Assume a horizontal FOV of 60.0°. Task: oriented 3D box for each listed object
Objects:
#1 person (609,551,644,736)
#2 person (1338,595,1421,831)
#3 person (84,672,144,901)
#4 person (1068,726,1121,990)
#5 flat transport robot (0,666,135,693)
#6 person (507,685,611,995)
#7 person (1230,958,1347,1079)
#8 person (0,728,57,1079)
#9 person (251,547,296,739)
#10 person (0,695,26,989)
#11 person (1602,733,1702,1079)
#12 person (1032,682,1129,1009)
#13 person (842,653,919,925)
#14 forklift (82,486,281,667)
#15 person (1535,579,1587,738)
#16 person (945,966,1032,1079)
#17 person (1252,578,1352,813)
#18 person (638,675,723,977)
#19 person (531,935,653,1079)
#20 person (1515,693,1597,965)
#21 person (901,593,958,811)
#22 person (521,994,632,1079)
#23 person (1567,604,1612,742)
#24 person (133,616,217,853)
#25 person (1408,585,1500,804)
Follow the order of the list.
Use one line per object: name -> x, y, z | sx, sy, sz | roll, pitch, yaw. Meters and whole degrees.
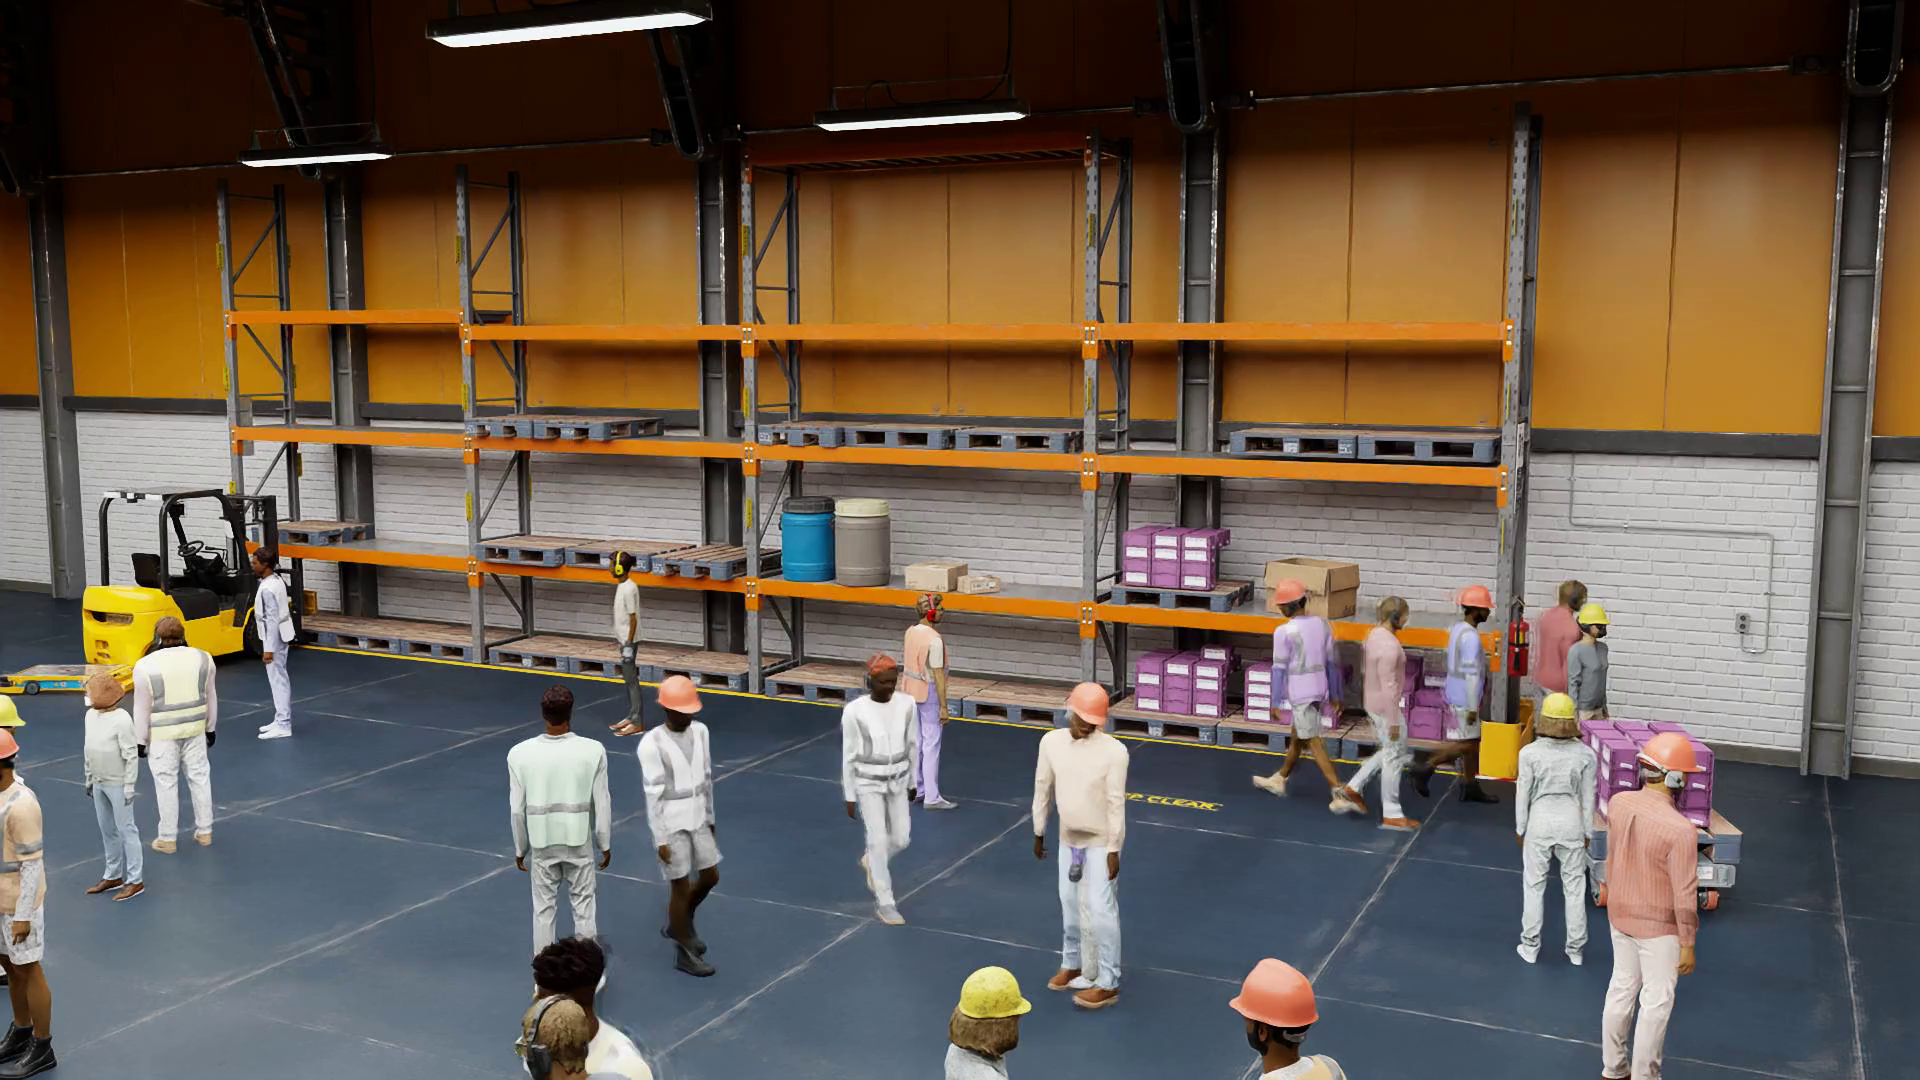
person -> -3.363, 1.035, 16.732 | 0.330, 1.866, 0.512 | -2, 7, -16
person -> 3.444, 1.394, 13.510 | 0.542, 1.922, 0.655 | 1, 7, 7
person -> -6.046, 1.742, 11.830 | 0.506, 1.631, 0.277 | 4, 8, 30
person -> 0.827, 1.940, 10.214 | 0.316, 1.629, 0.509 | 4, 8, 28
flat transport robot -> -10.028, 1.569, 18.844 | 1.431, 0.197, 0.652 | 0, 7, -1
person -> -2.397, 1.822, 10.002 | 0.593, 1.920, 0.391 | -1, 7, -8
person -> 1.047, 2.350, 5.563 | 0.360, 1.939, 0.543 | 6, 9, 43
person -> -5.143, 1.943, 8.964 | 0.542, 1.928, 0.374 | 6, 9, 42
person -> -6.863, 1.019, 16.637 | 0.399, 1.920, 0.590 | -2, 7, -16
person -> -5.915, 1.847, 10.211 | 0.403, 1.818, 0.606 | -4, 8, -30
person -> 3.573, 1.968, 8.569 | 0.412, 1.980, 0.626 | -2, 7, -17
person -> 0.716, 1.797, 10.015 | 0.656, 1.964, 0.461 | 5, 9, 38
person -> -0.569, 1.675, 11.454 | 0.590, 1.864, 0.608 | -4, 8, -27
forklift -> -9.426, 0.454, 20.179 | 1.214, 2.155, 2.313 | 3, 8, 26
person -> 5.204, 1.282, 14.480 | 0.486, 1.918, 0.649 | -1, 7, -6
person -> 0.100, 2.390, 6.031 | 0.311, 1.743, 0.493 | -2, 7, -18
person -> 2.943, 1.308, 14.103 | 0.673, 1.969, 1.085 | -5, 9, -37
person -> -1.738, 1.772, 10.417 | 0.475, 1.916, 0.569 | 6, 9, 39
person -> -1.254, 2.307, 5.881 | 0.621, 1.947, 0.561 | 6, 9, 42
person -> 3.798, 1.837, 10.645 | 0.488, 1.736, 0.329 | 1, 7, 9
person -> -0.284, 1.364, 14.082 | 0.389, 1.846, 0.566 | -4, 8, -30
person -> -1.242, 2.390, 5.291 | 0.381, 1.929, 0.635 | 3, 8, 24
person -> 5.284, 1.414, 13.984 | 0.527, 1.772, 0.306 | -6, 9, -39
person -> -6.115, 1.502, 12.961 | 0.429, 1.841, 0.634 | 6, 9, 43
person -> 4.245, 1.324, 14.169 | 0.700, 1.918, 0.547 | 1, 7, 7
